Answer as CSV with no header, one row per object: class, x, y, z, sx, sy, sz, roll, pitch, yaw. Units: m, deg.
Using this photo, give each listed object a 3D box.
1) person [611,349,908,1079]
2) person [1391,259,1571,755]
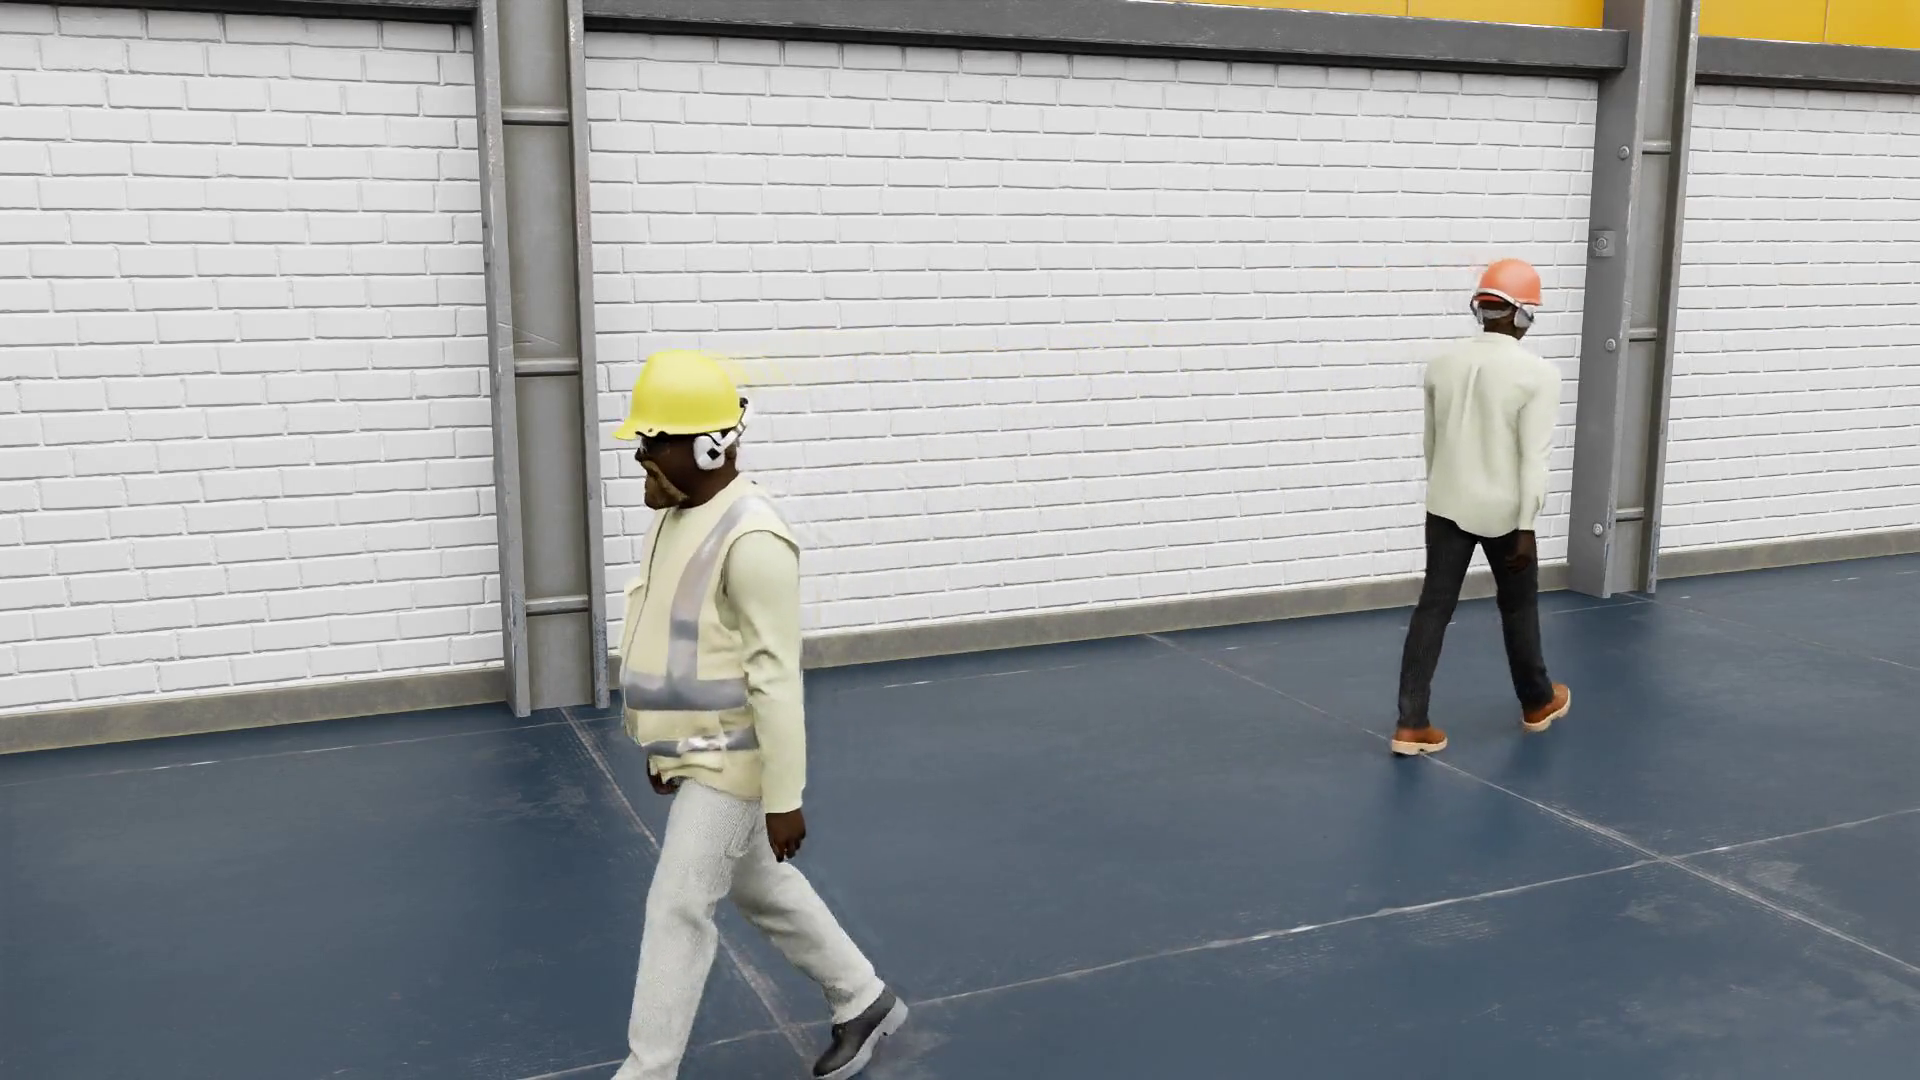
person,-0.504,0.460,3.795,0.880,1.798,0.624,-5,11,-25
person,2.090,-0.130,6.597,1.024,1.940,0.612,-9,14,-42
